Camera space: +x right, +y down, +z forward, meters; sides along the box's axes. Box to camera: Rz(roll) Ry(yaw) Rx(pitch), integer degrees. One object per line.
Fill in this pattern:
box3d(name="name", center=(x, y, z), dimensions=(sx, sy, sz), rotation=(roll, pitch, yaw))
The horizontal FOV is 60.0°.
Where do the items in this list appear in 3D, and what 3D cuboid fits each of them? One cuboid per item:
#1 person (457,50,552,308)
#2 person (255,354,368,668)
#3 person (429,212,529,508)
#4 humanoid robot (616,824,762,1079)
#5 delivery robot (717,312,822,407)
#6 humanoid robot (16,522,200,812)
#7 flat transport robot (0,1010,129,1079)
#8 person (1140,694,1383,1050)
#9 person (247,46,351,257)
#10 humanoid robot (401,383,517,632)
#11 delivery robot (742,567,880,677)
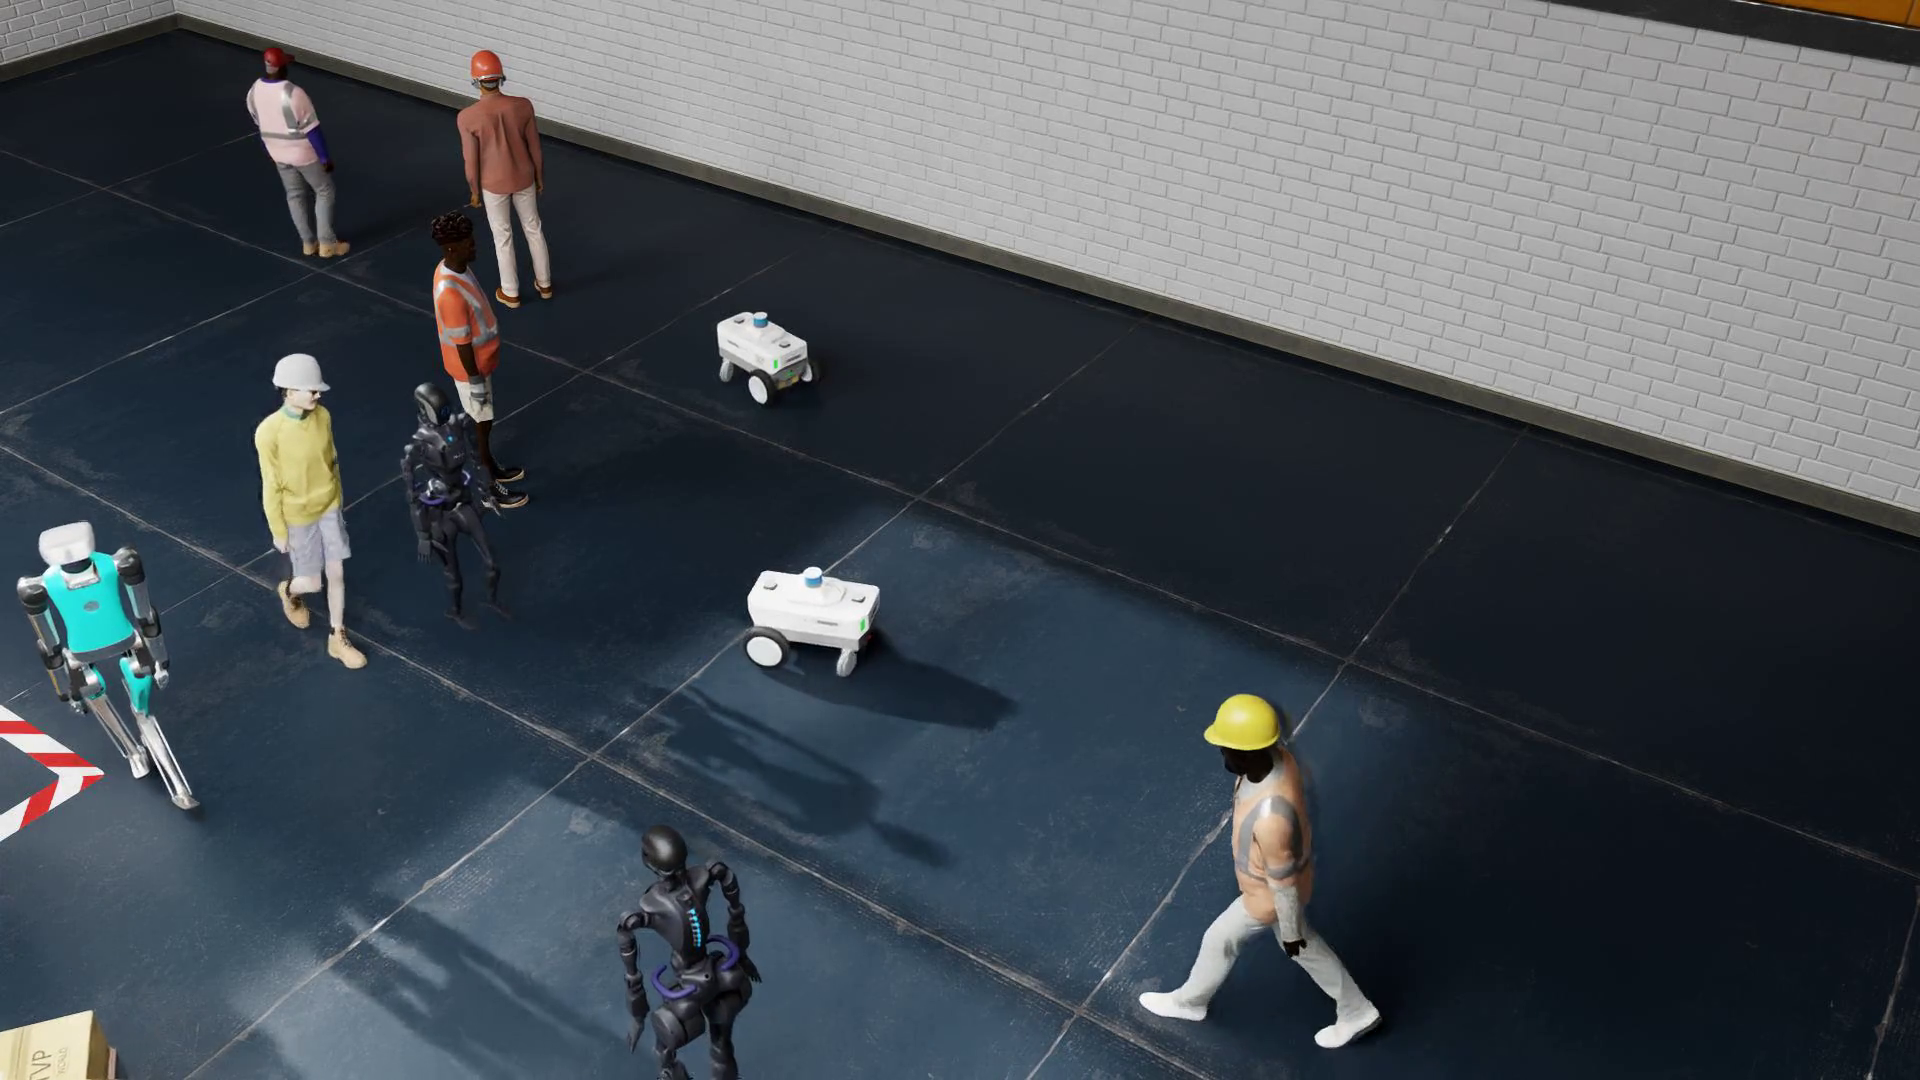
box3d(name="person", center=(-3.457, -2.738, 12.674), dimensions=(0.607, 1.994, 0.375), rotation=(-21, 40, -27))
box3d(name="person", center=(-3.588, -0.175, 9.130), dimensions=(0.602, 1.852, 0.512), rotation=(22, 41, 29))
box3d(name="person", center=(-3.030, -1.120, 10.386), dimensions=(0.368, 1.965, 0.601), rotation=(-9, 36, -12))
box3d(name="humanoid robot", center=(-1.032, 1.759, 6.522), dimensions=(0.585, 1.637, 0.347), rotation=(-27, 43, -33))
box3d(name="delivery robot", center=(-1.399, -1.341, 11.923), dimensions=(0.502, 0.585, 0.757), rotation=(-29, 44, -35))
box3d(name="humanoid robot", center=(-4.175, 0.574, 8.143), dimensions=(0.543, 1.718, 0.974), rotation=(-22, 41, -28))
box3d(name="flat transport robot", center=(-3.653, 2.727, 6.367), dimensions=(1.431, 0.231, 0.659), rotation=(-11, 37, -16))
box3d(name="person", center=(1.349, 1.403, 6.888), dimensions=(1.013, 1.850, 0.596), rotation=(8, 36, 12))
box3d(name="person", center=(-5.349, -3.118, 13.433), dimensions=(0.612, 1.749, 0.421), rotation=(10, 36, 14))
box3d(name="humanoid robot", center=(-2.855, -0.178, 9.294), dimensions=(0.378, 1.639, 0.589), rotation=(19, 39, 25))
box3d(name="delivery robot", center=(-0.841, 0.417, 9.410), dimensions=(0.757, 0.585, 0.503), rotation=(8, 36, 11))
